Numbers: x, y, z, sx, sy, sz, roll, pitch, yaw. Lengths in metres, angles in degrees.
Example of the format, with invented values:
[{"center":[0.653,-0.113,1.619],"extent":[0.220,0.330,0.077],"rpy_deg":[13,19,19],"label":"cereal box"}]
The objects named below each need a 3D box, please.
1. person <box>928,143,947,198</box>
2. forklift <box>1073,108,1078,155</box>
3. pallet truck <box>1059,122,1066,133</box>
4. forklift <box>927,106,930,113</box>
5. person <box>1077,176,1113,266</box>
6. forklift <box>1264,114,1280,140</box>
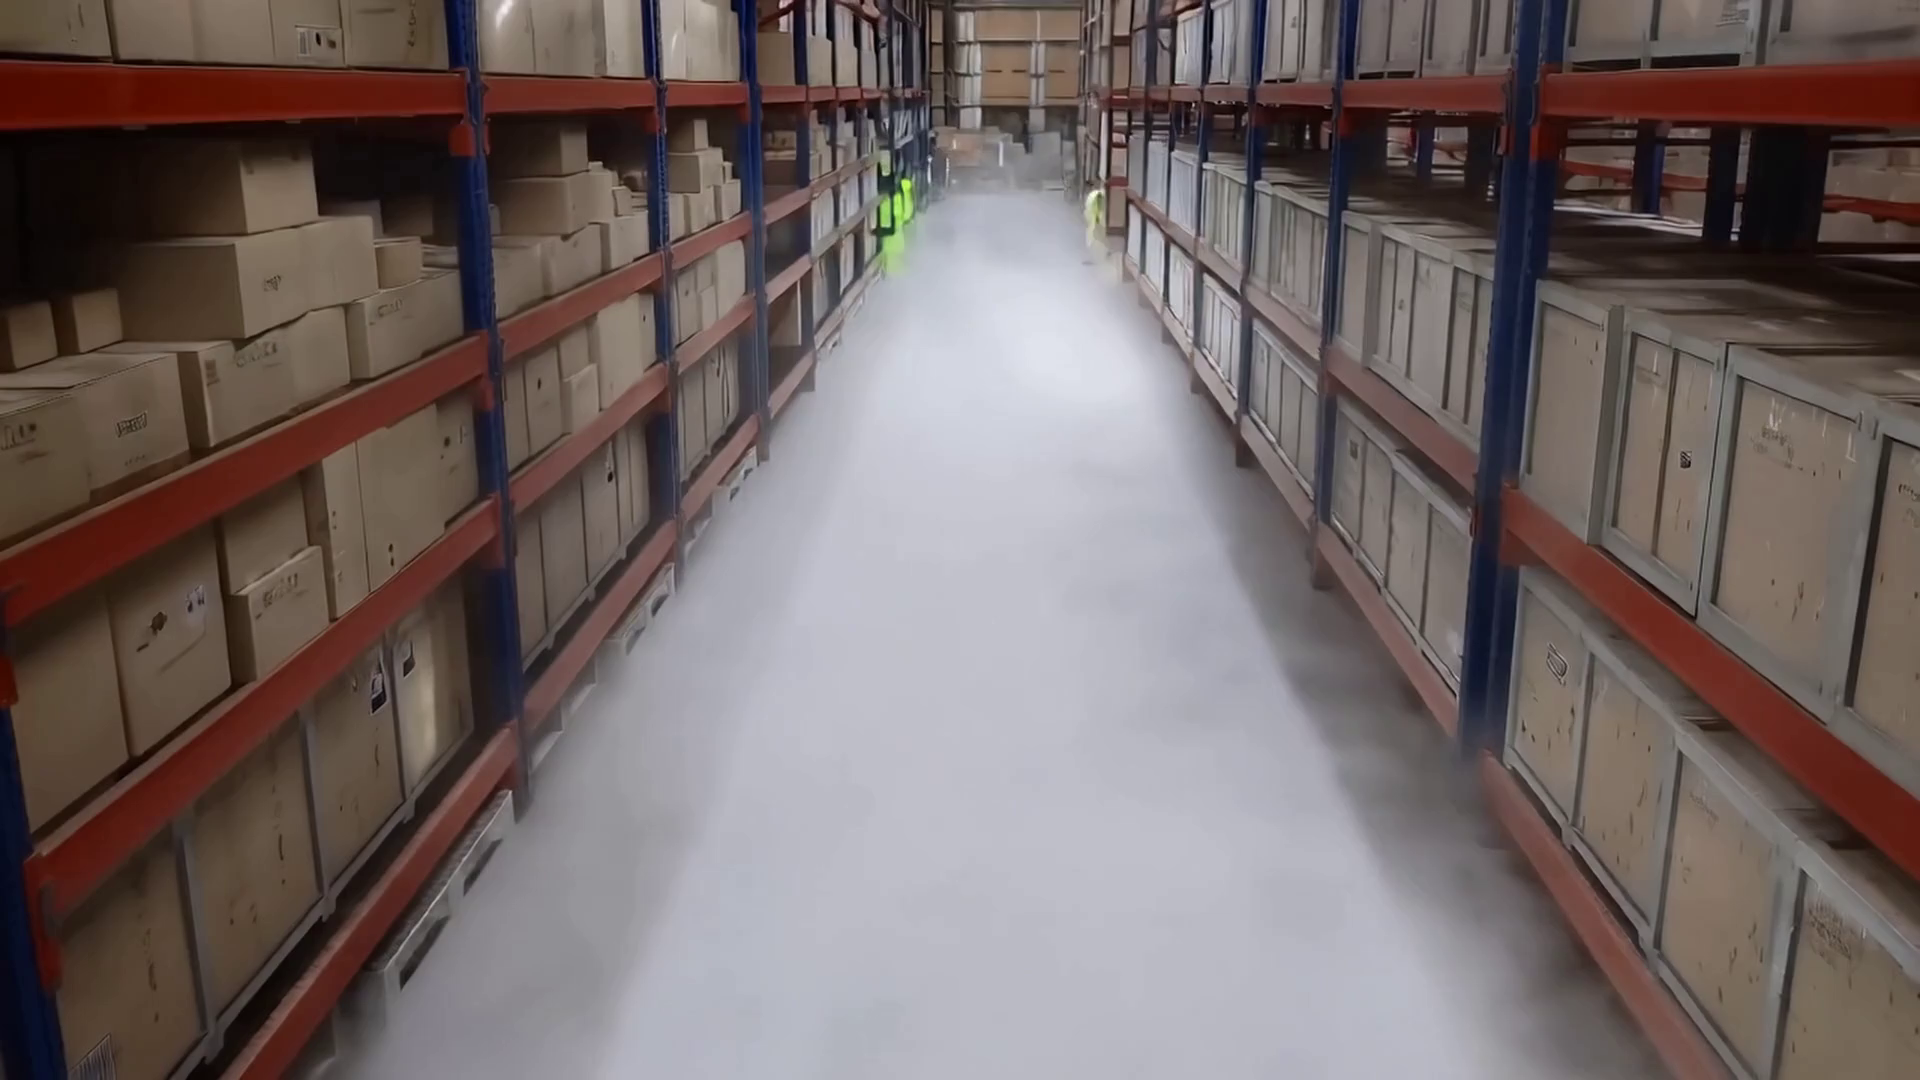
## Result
[{"center":[-0.799,-12.392,55.829],"extent":[0.665,1.871,0.830],"rpy_deg":[-11,18,-35],"label":"person"},{"center":[5.670,-18.430,76.362],"extent":[1.129,2.768,1.873],"rpy_deg":[-7,17,-24],"label":"forklift"},{"center":[5.788,-21.111,88.014],"extent":[1.885,1.965,0.823],"rpy_deg":[5,16,18],"label":"pallet truck"},{"center":[-2.001,-20.667,84.687],"extent":[1.129,2.768,1.873],"rpy_deg":[0,15,2],"label":"forklift"},{"center":[2.797,-6.563,34.224],"extent":[0.718,1.826,0.569],"rpy_deg":[-2,15,-8],"label":"person"},{"center":[11.022,-13.950,59.694],"extent":[1.129,2.768,1.873],"rpy_deg":[0,15,2],"label":"forklift"}]
